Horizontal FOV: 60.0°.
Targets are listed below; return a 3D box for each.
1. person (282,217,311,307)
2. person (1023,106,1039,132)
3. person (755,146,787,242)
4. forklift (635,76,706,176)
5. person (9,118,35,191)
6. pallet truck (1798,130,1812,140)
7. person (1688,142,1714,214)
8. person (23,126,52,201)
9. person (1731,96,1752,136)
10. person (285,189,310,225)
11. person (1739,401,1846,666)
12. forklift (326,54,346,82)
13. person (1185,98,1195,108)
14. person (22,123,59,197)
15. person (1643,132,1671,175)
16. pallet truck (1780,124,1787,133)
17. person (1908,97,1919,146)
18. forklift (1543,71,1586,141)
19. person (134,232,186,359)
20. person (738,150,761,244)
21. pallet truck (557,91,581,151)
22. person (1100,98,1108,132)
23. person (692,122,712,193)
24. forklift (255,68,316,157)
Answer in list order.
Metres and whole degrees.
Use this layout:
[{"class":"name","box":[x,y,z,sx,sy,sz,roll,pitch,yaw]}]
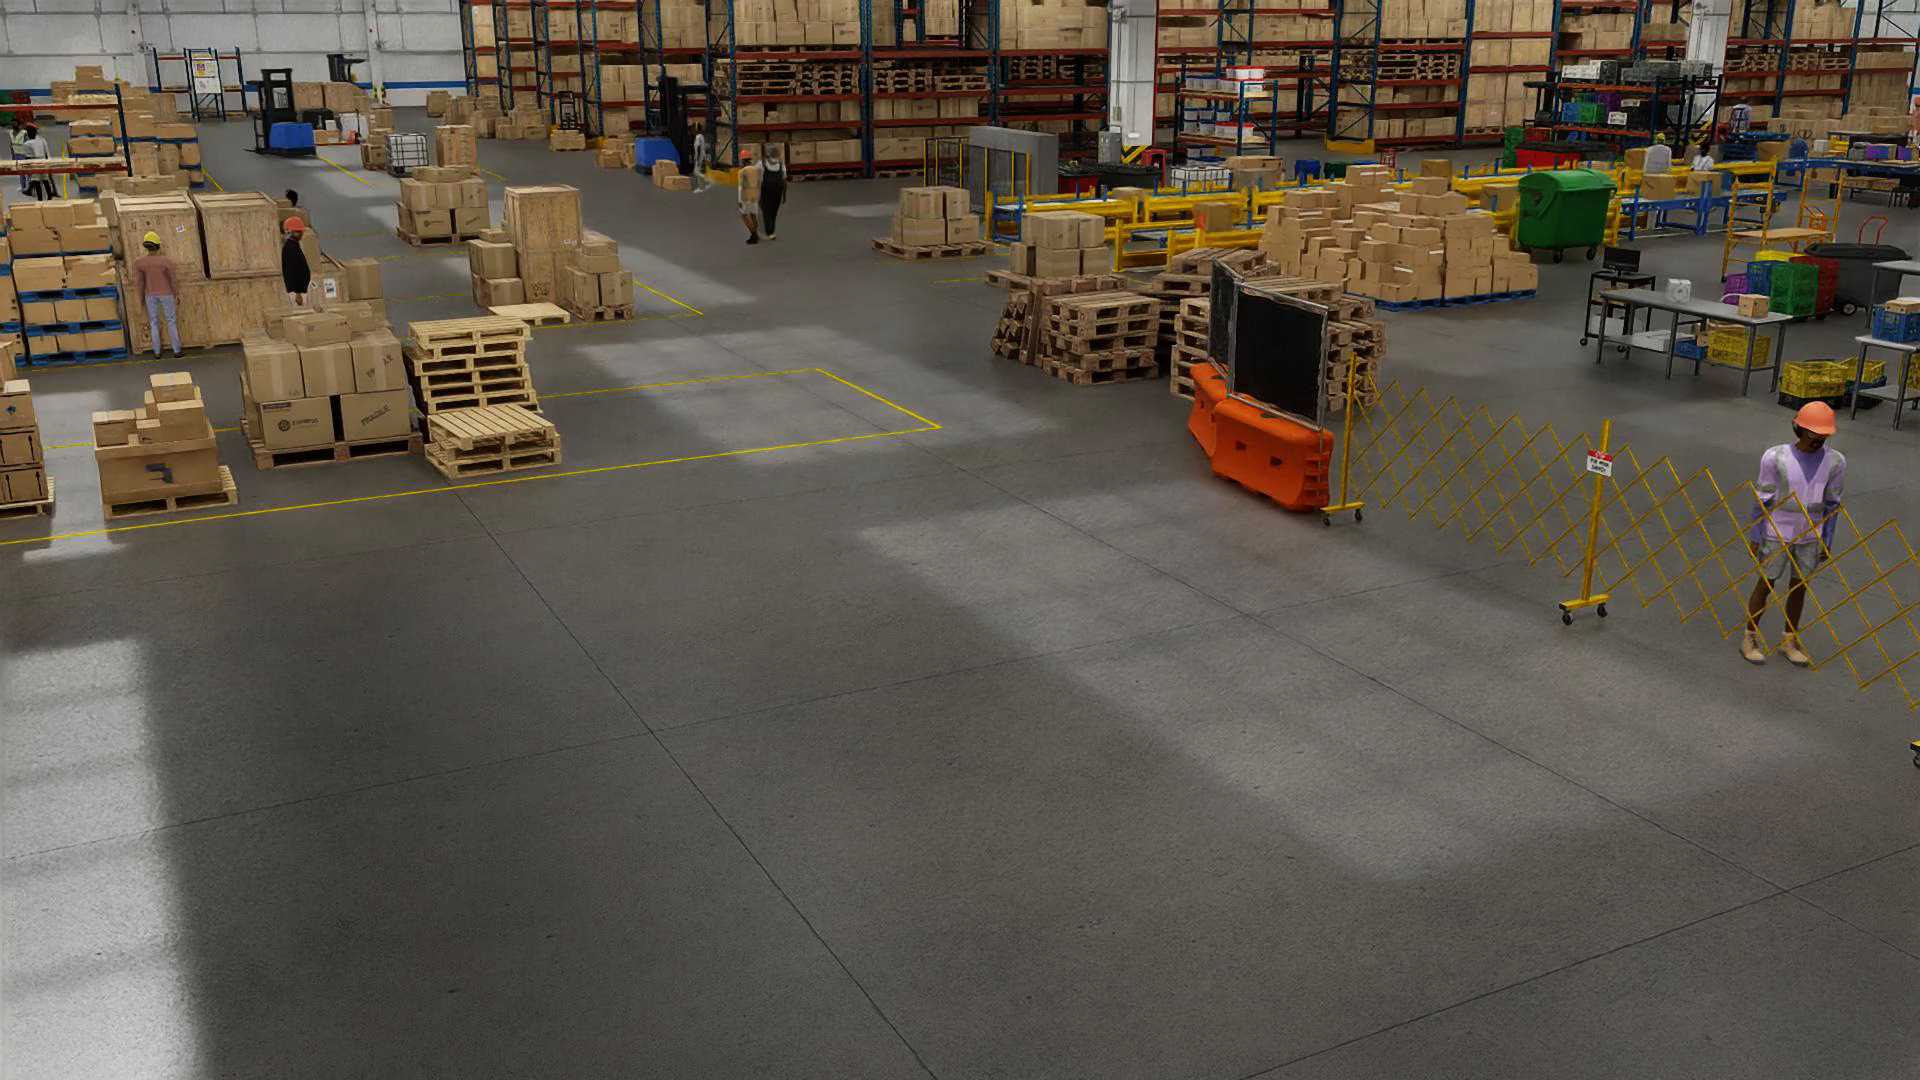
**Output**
[{"class":"person","box":[-9.197,-3.495,23.163,0.392,1.988,0.622,-6,19,-17]},{"class":"person","box":[2.260,-13.094,53.563,0.535,1.697,0.318,6,19,18]},{"class":"person","box":[-3.977,-7.340,35.072,0.697,2.000,0.991,-9,20,-25]},{"class":"forklift","box":[-8.508,-12.110,48.589,1.873,2.768,1.129,-9,20,-26]},{"class":"person","box":[-25.131,-10.310,44.526,0.591,1.921,0.392,5,18,15]},{"class":"pallet truck","box":[25.526,-11.556,49.408,1.630,1.274,0.653,-9,20,-26]},{"class":"person","box":[17.757,-8.654,39.747,0.704,1.678,0.538,-7,19,-22]},{"class":"person","box":[-22.780,-9.223,41.062,0.367,1.966,0.606,8,19,23]},{"class":"person","box":[25.838,-13.697,55.054,0.638,1.938,0.357,16,24,41]},{"class":"person","box":[-11.115,-4.923,27.825,0.494,1.857,0.552,10,20,28]},{"class":"person","box":[6.177,-0.038,12.318,0.612,2.034,0.394,1,18,4]},{"class":"forklift","box":[-26.571,-19.320,71.065,1.873,2.768,1.129,1,18,4]},{"class":"person","box":[8.901,-16.508,64.359,0.526,1.598,0.415,-12,21,-32]},{"class":"person","box":[-23.973,-9.859,43.185,1.014,1.878,0.568,4,18,13]},{"class":"person","box":[17.077,-9.054,40.769,0.607,1.832,0.411,6,19,17]},{"class":"pallet truck","box":[25.206,-12.542,52.601,1.601,1.201,0.680,0,18,-2]},{"class":"person","box":[30.798,-13.270,53.629,0.375,1.997,0.612,-1,18,-3]},{"class":"forklift","box":[18.685,-13.231,52.085,1.873,2.768,1.129,-9,20,-26]},{"class":"person","box":[-11.209,-3.417,23.285,0.533,1.767,0.313,-4,18,-13]},{"class":"person","box":[-4.338,-7.111,34.553,0.564,1.925,0.522,-16,24,-41]},{"class":"pallet truck","box":[-13.495,-14.412,57.188,0.823,1.965,1.885,-3,18,-9]},{"class":"person","box":[4.904,-13.928,55.938,0.430,1.841,0.624,15,23,38]},{"class":"person","box":[-6.891,-10.107,43.996,0.449,1.853,0.552,-1,18,-3]},{"class":"forklift","box":[-22.375,-14.116,54.842,1.873,2.768,1.129,13,22,34]}]
